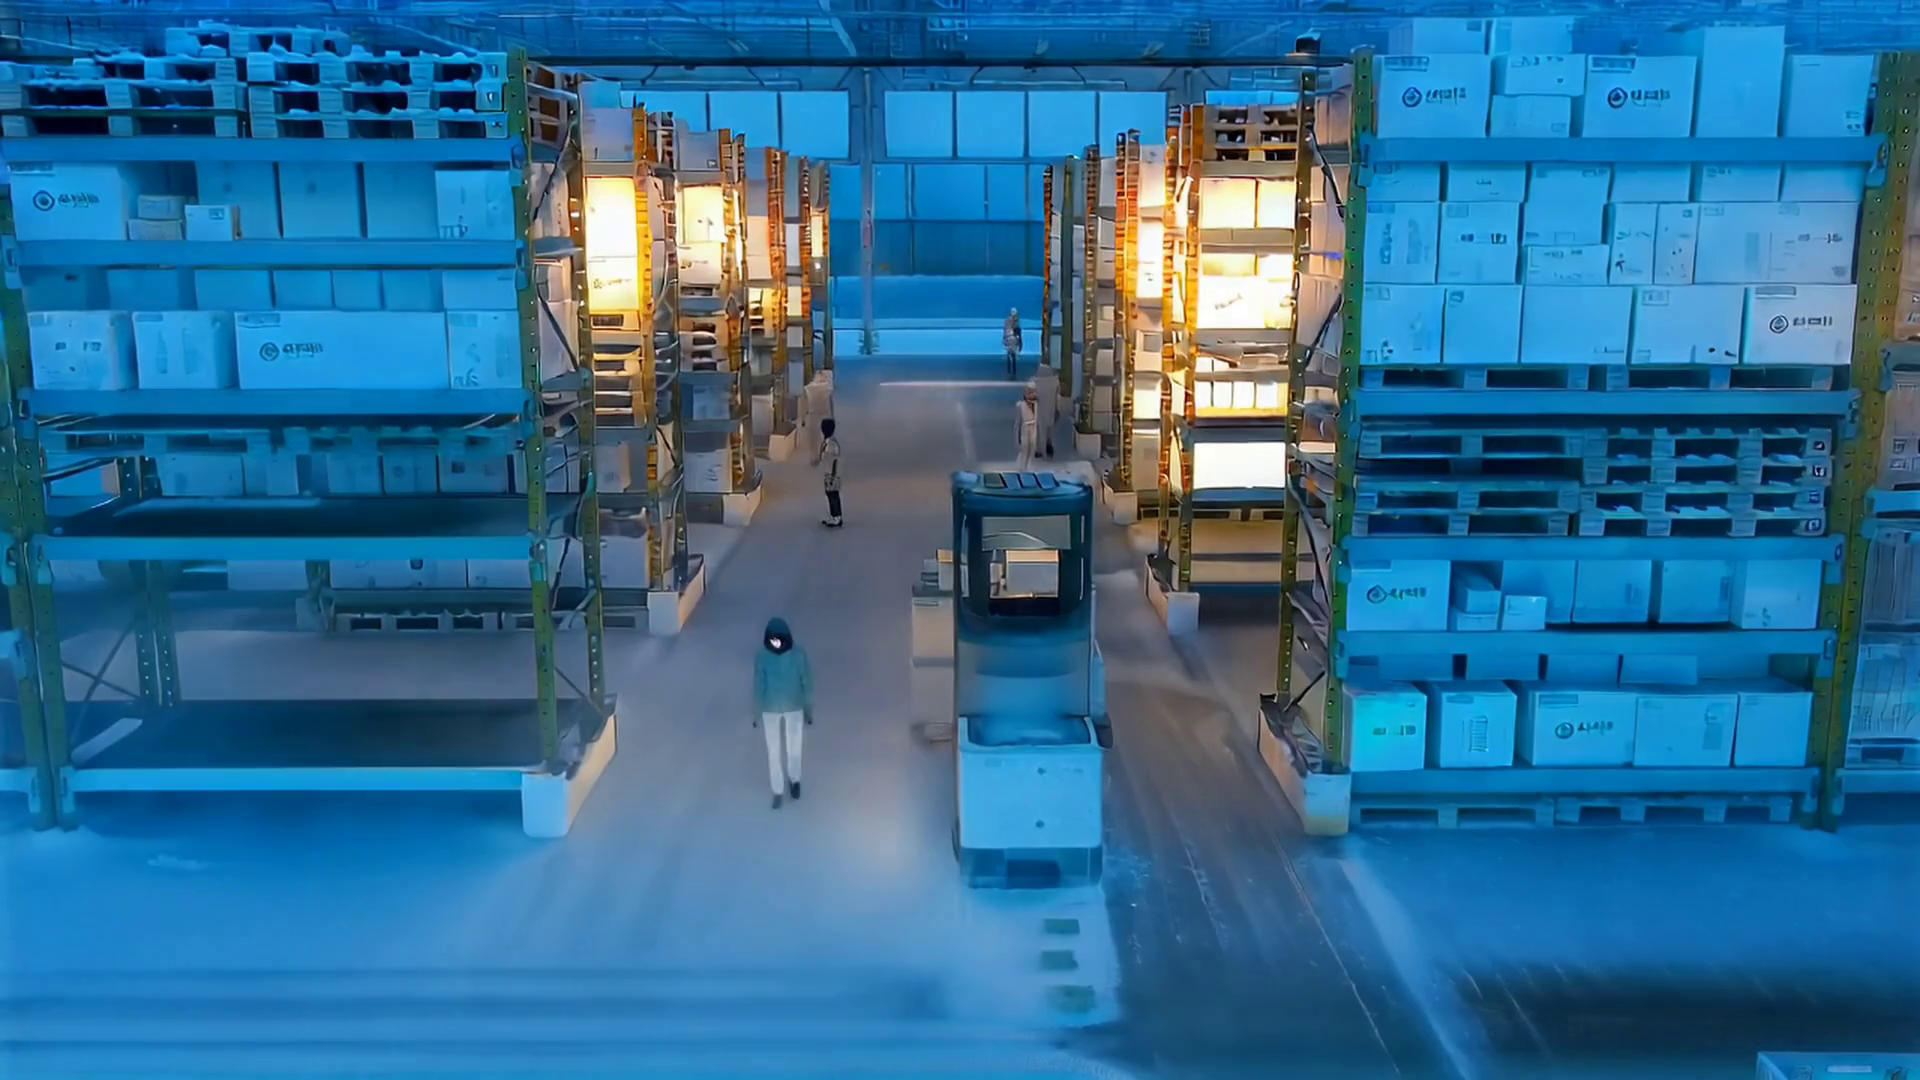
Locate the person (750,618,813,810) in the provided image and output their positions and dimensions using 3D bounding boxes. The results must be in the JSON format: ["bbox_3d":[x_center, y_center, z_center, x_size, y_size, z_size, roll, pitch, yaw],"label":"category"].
[{"bbox_3d":[-1.479,1.435,13.726,0.519,1.617,0.346,0,11,1],"label":"person"}]

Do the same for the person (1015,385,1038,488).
[{"bbox_3d":[1.168,-1.801,29.202,0.373,1.843,0.570,8,14,33],"label":"person"}]

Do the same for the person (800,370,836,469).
[{"bbox_3d":[-2.704,-2.310,31.693,0.663,1.857,1.017,0,11,0],"label":"person"}]

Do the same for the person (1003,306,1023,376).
[{"bbox_3d":[1.564,-5.841,48.732,0.615,2.042,0.374,4,12,19],"label":"person"}]

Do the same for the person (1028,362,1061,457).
[{"bbox_3d":[1.655,-2.601,33.059,0.676,1.889,0.563,0,11,-1],"label":"person"}]

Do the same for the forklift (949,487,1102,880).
[{"bbox_3d":[0.495,0.986,12.813,1.129,2.768,1.873,0,11,-2],"label":"forklift"}]

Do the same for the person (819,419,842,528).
[{"bbox_3d":[-2.021,-1.044,25.830,0.320,1.692,0.530,-5,12,-23],"label":"person"}]
